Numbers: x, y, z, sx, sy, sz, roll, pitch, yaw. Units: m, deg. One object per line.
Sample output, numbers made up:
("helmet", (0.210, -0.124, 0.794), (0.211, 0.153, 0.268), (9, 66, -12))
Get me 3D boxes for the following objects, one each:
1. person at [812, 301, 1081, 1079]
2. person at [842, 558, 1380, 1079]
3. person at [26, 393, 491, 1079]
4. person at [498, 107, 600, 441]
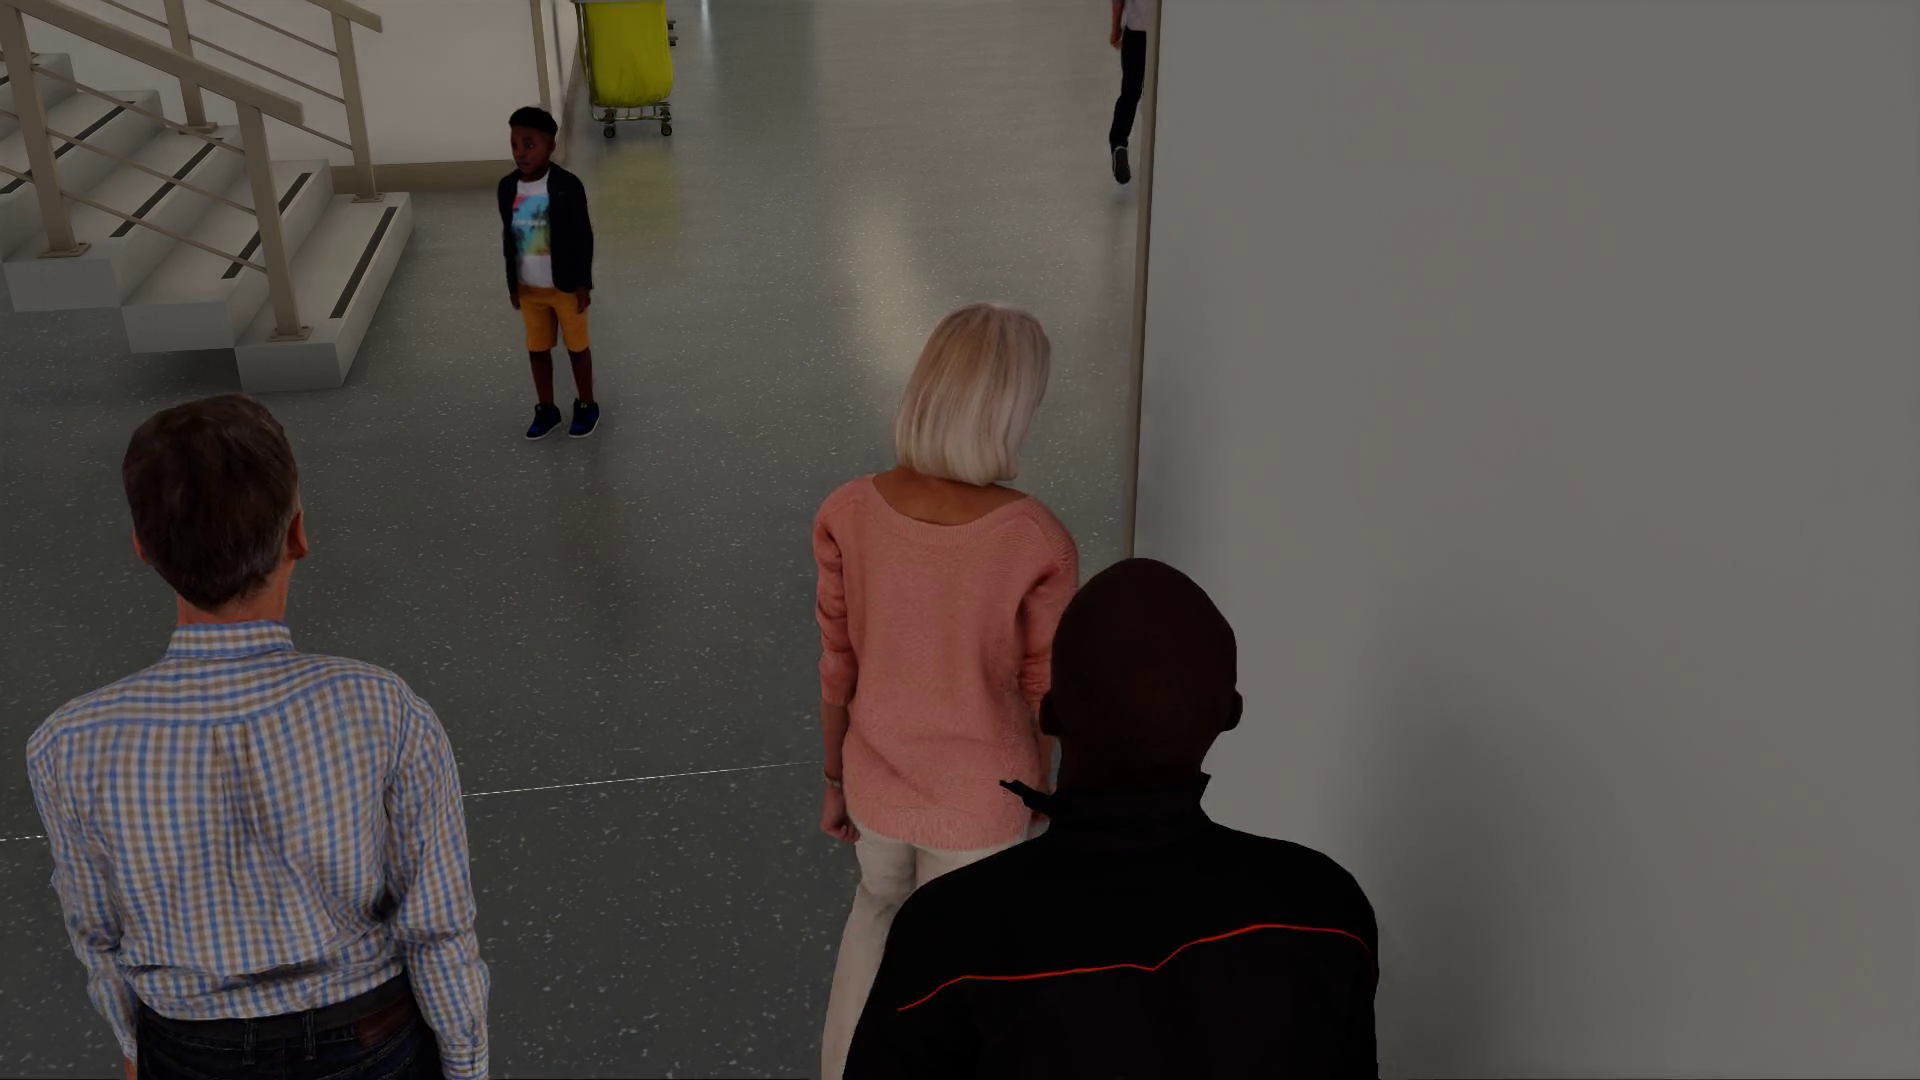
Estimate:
("person", (-0.051, 0.455, 2.788), (0.694, 1.701, 0.789), (6, 26, 12))
("person", (0.169, 0.907, 1.742), (1.032, 1.797, 0.789), (-6, 26, -12))
("person", (-0.873, 0.706, 2.161), (1.052, 1.794, 0.829), (-10, 27, -19))
("person", (-1.535, -1.022, 6.351), (0.542, 1.268, 0.644), (4, 26, 7))
